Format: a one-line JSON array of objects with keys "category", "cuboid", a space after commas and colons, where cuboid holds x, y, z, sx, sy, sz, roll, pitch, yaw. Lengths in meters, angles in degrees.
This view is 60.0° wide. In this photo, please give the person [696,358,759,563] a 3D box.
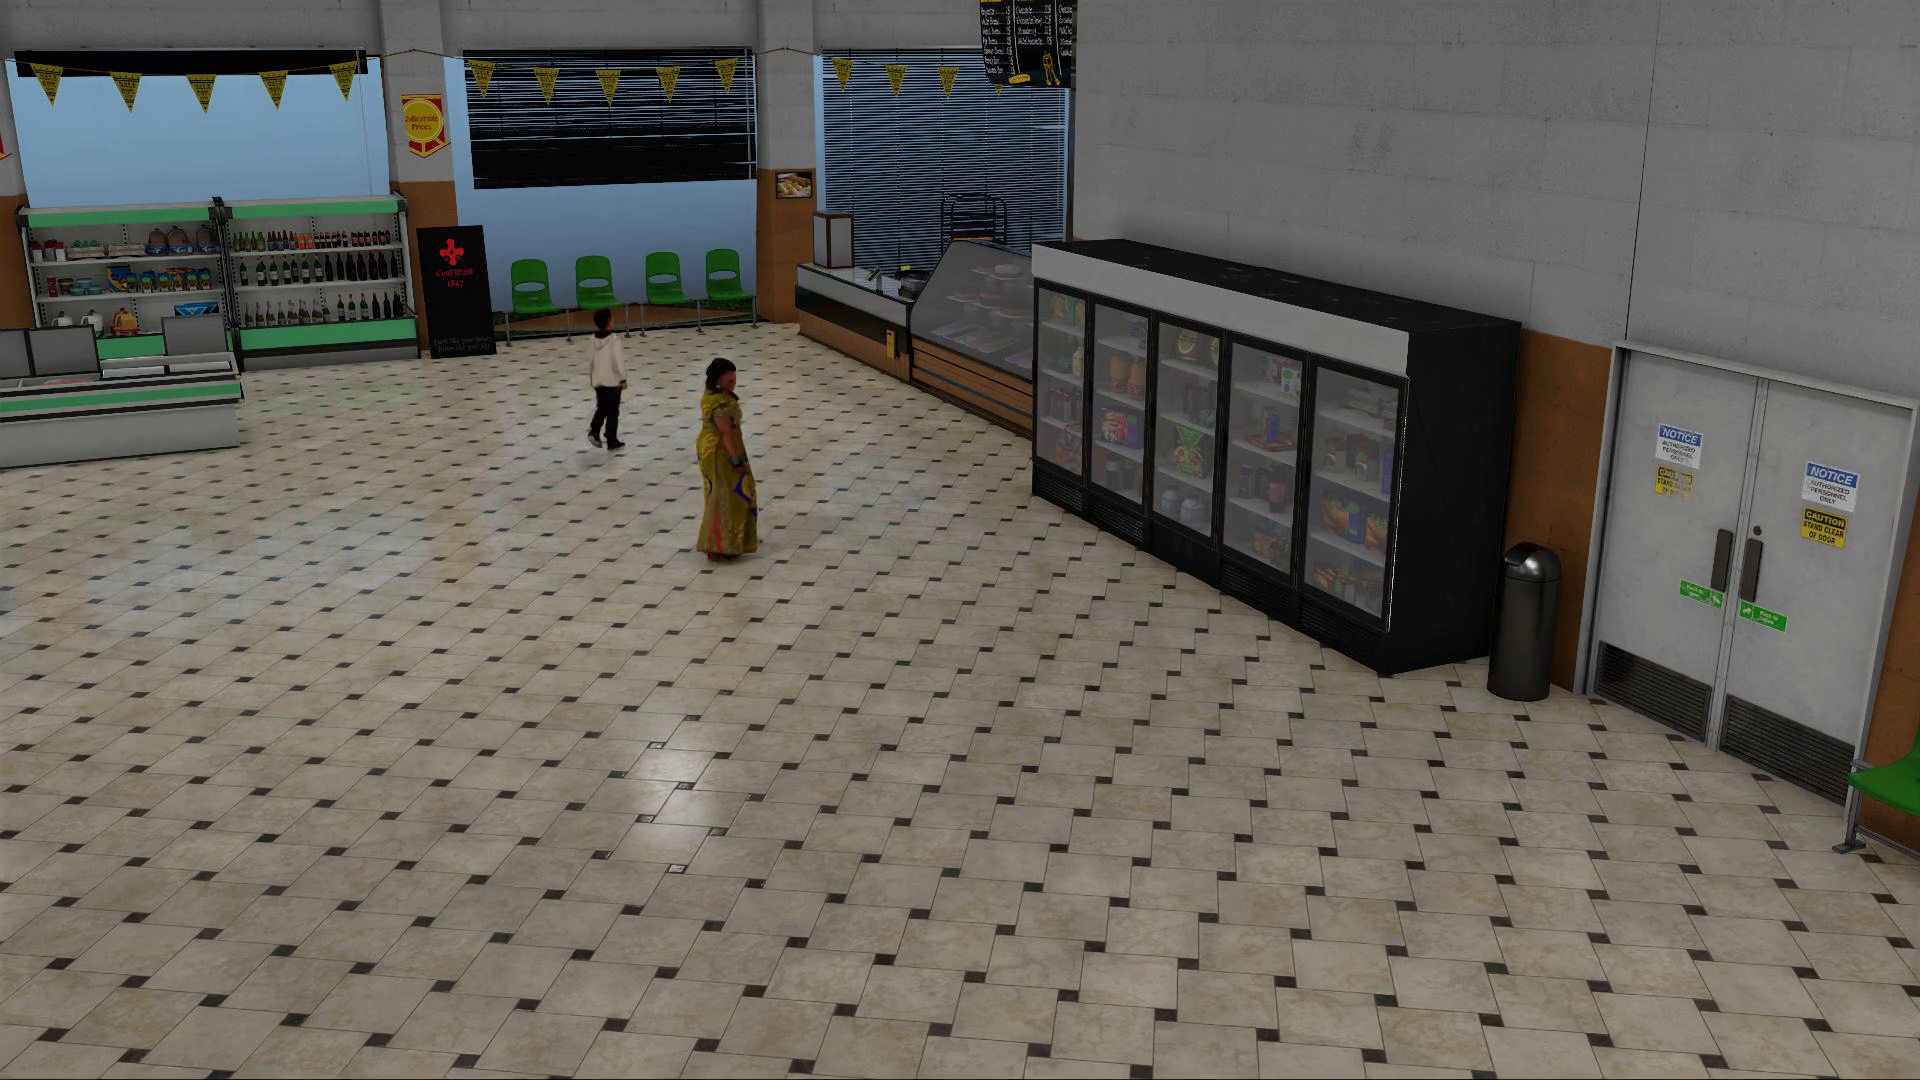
[{"category": "person", "cuboid": [-1.929, -0.677, 13.415, 0.808, 1.645, 0.925, -10, 20, -30]}]

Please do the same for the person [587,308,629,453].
[{"category": "person", "cuboid": [-3.608, -1.596, 16.785, 0.728, 1.447, 0.785, 10, 20, 30]}]
